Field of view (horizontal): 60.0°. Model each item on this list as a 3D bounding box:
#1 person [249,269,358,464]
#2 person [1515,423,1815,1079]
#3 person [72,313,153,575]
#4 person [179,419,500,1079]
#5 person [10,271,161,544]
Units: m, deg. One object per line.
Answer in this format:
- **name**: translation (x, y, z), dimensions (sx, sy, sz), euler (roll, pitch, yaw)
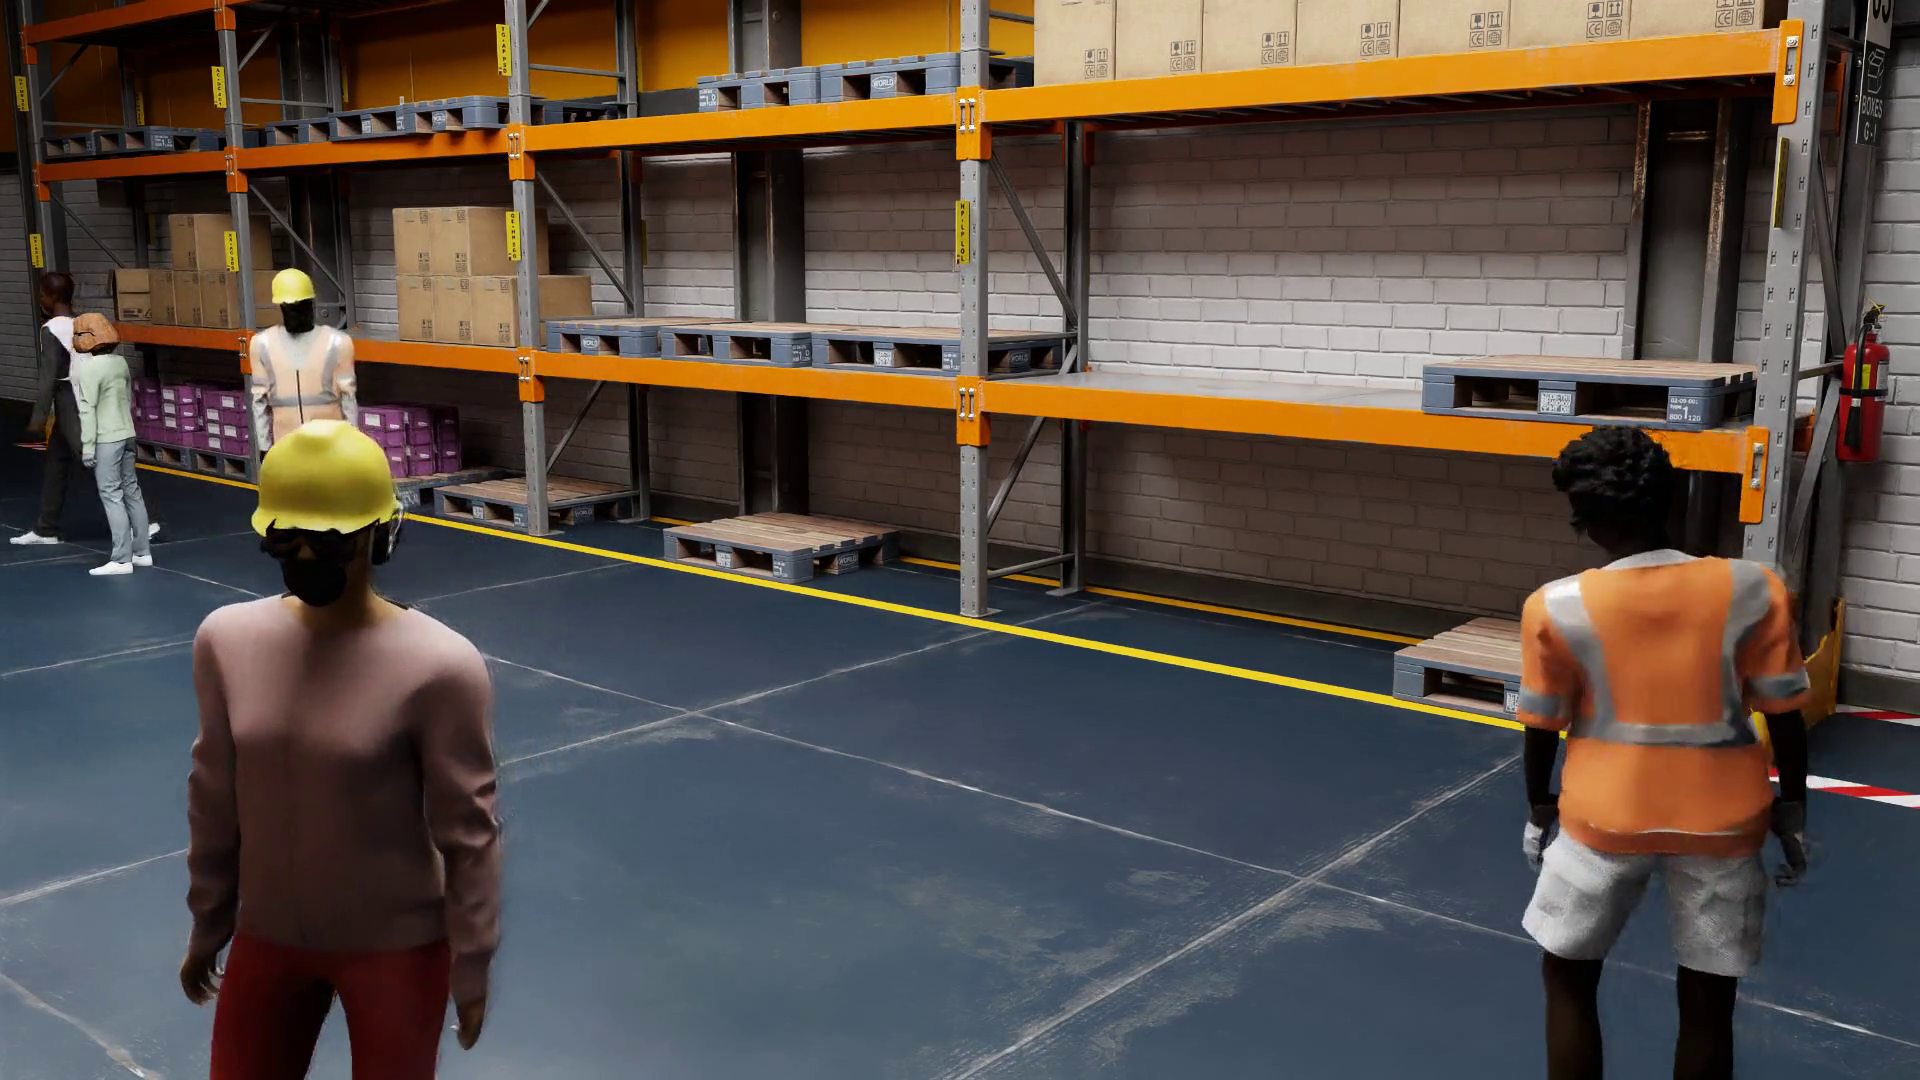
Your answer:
- **person**: translation (-3.777, -0.608, 9.634), dimensions (0.585, 1.912, 0.474), euler (-2, 10, -10)
- **person**: translation (1.464, 0.604, 3.416), dimensions (0.632, 1.669, 0.318), euler (3, 10, 17)
- **person**: translation (-5.315, -0.599, 10.382), dimensions (0.288, 1.626, 0.497), euler (0, 10, 0)
- **person**: translation (-1.030, 0.663, 2.805), dimensions (0.573, 1.755, 0.523), euler (2, 10, 10)
- **person**: translation (-5.970, -0.874, 11.266), dimensions (0.993, 1.879, 0.596), euler (-2, 10, -11)
